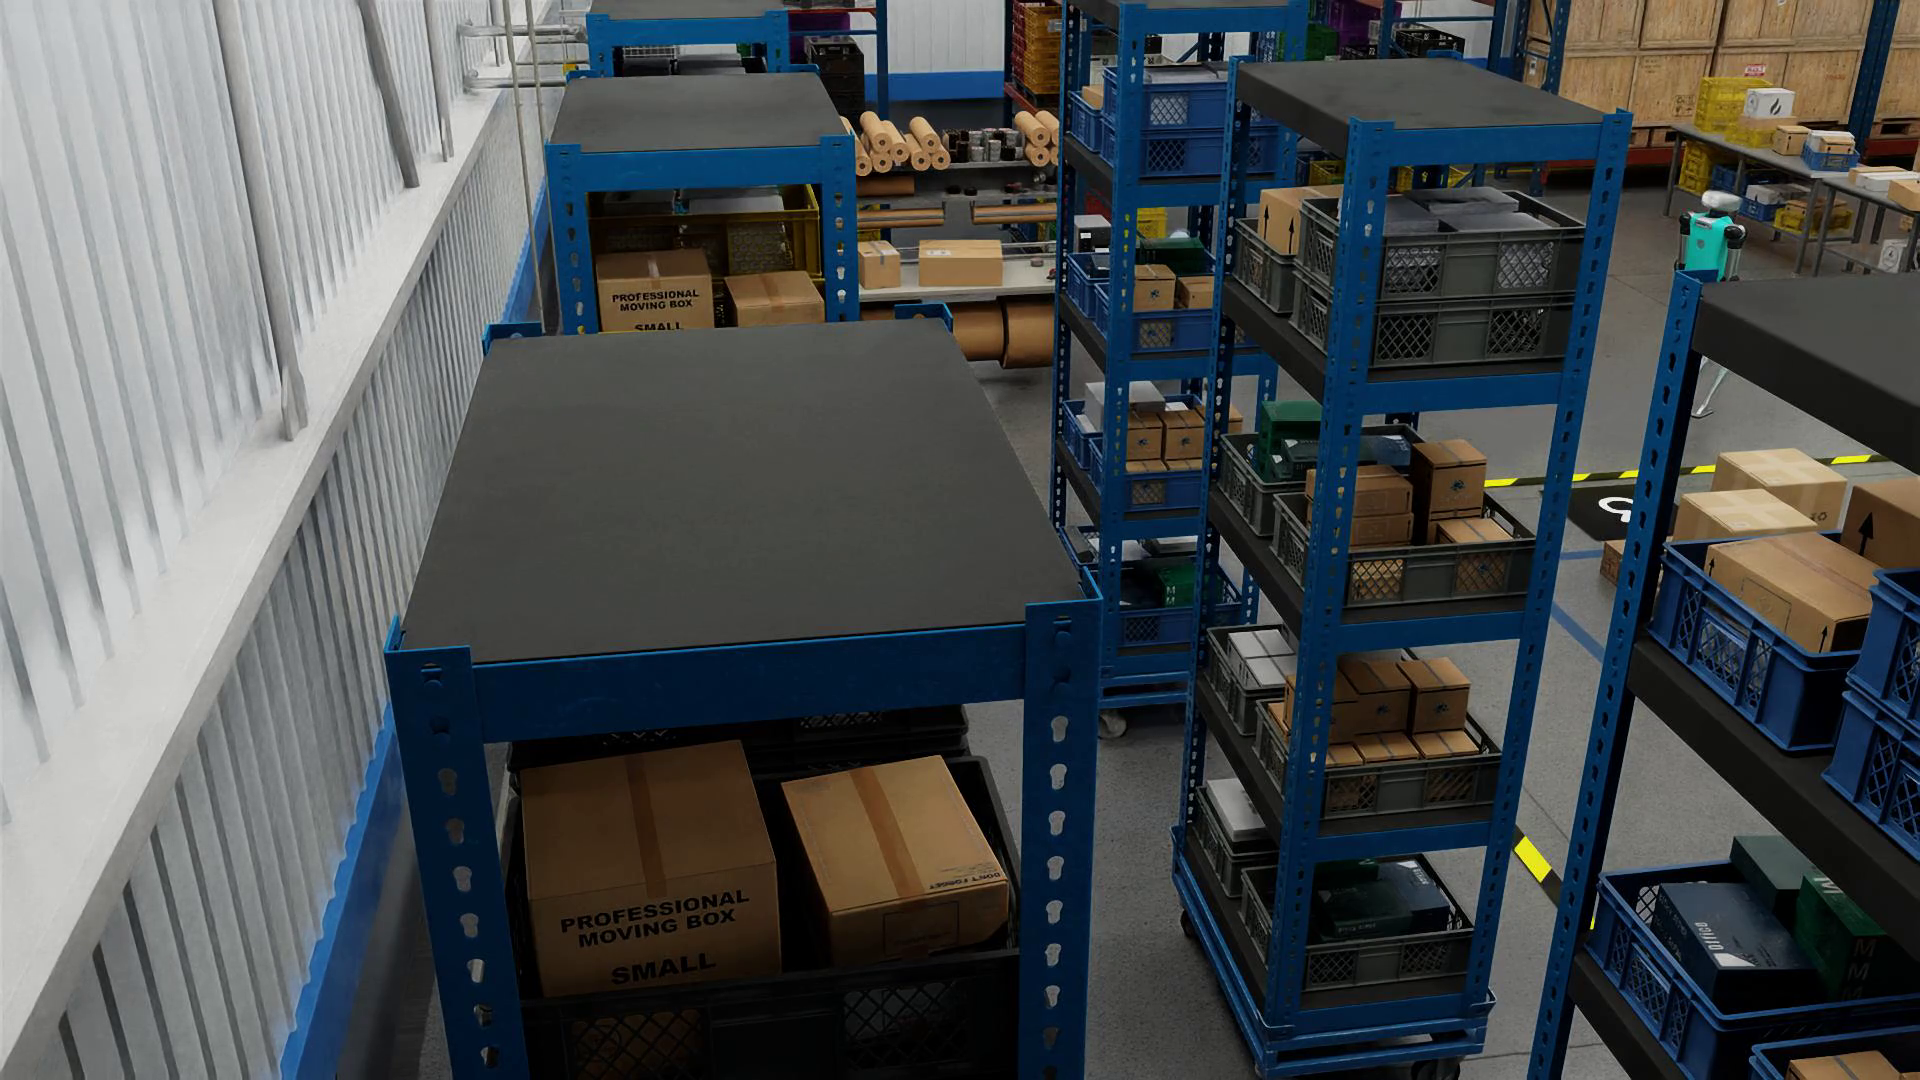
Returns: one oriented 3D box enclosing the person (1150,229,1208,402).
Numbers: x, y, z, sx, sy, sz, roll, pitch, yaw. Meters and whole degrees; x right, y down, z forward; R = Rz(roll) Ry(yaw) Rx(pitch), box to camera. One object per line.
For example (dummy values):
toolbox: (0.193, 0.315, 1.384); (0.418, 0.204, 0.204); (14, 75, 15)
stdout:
person: (1.397, -1.111, 10.824); (0.587, 1.848, 0.398); (-4, 25, -8)

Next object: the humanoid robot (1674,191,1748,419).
humanoid robot: (5.563, -1.736, 12.155); (0.735, 1.677, 0.533); (-12, 27, -24)
